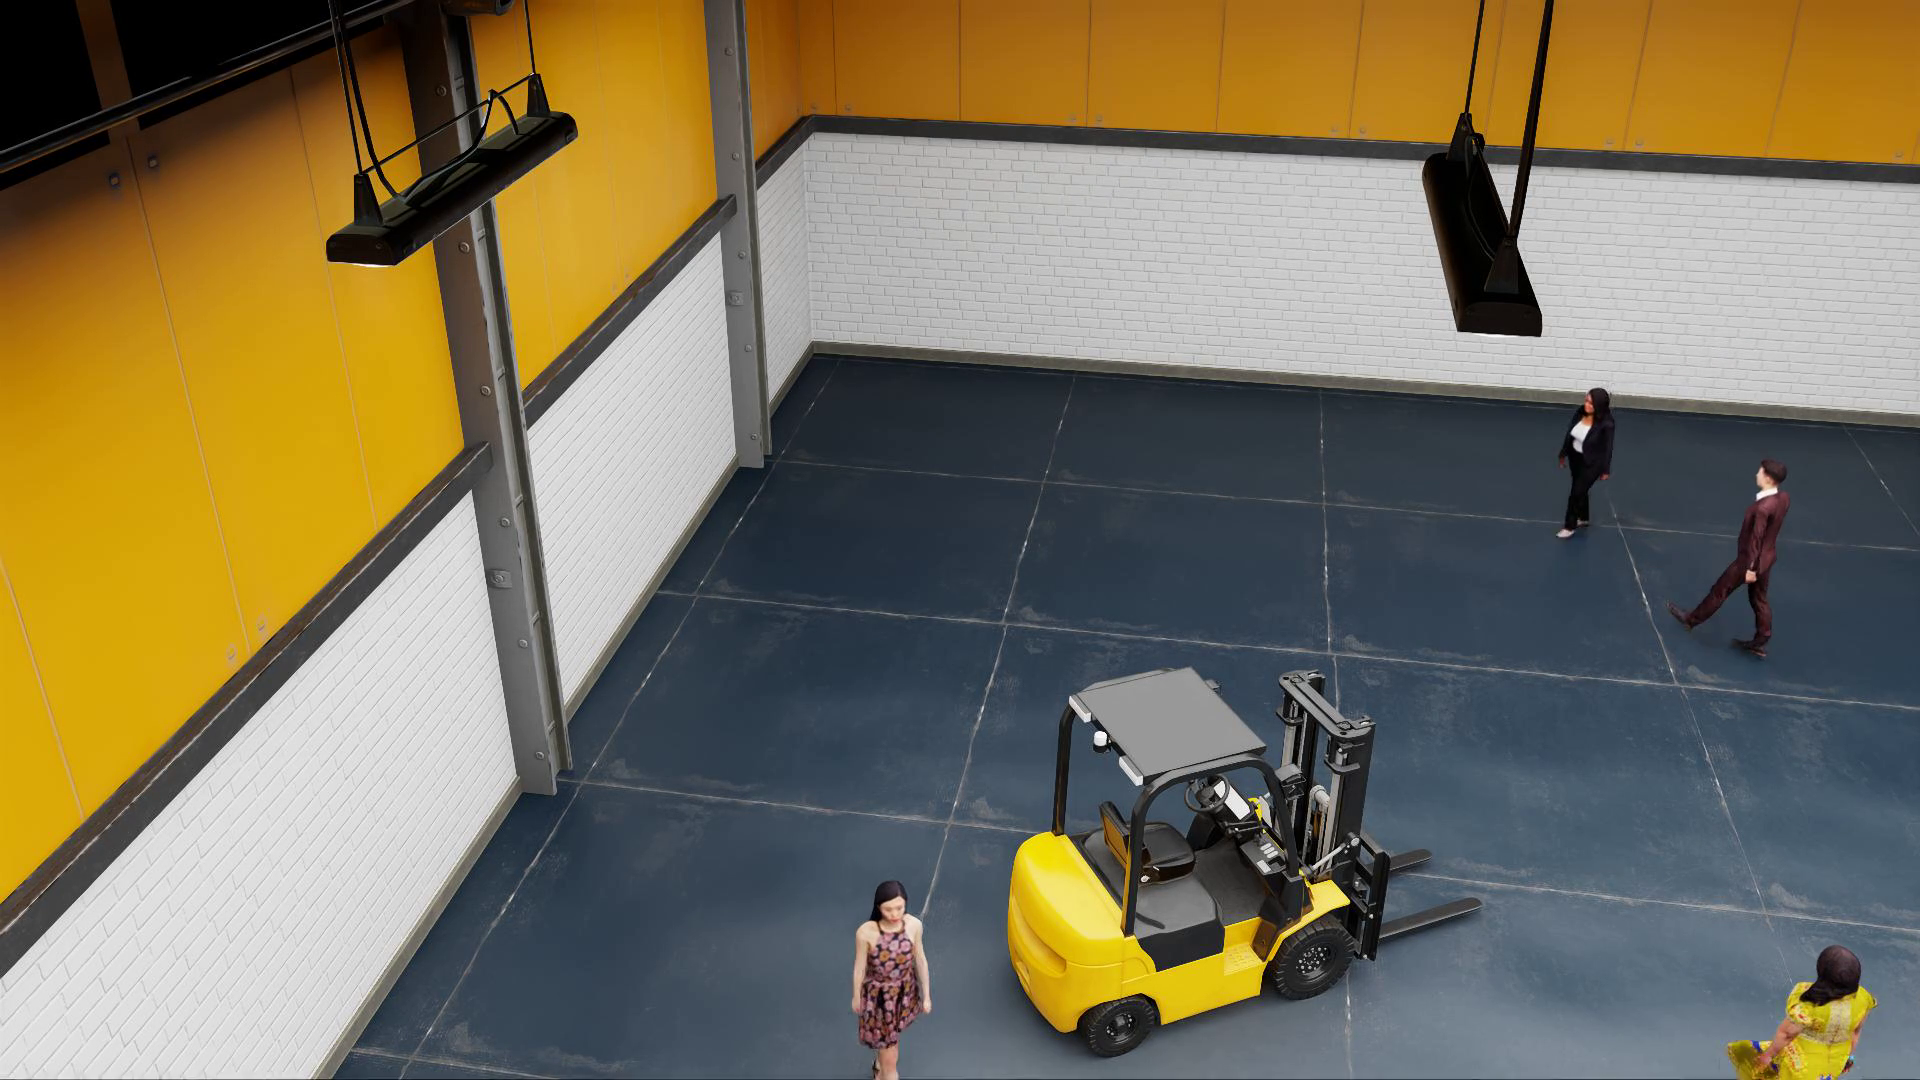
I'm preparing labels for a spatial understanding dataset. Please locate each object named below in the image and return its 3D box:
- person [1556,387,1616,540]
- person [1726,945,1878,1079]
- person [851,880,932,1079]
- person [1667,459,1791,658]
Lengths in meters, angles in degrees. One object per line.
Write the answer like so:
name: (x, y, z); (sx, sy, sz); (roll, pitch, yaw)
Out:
person: (6.373, -0.802, 16.762); (0.968, 1.593, 0.917); (-15, 32, -25)
person: (4.956, 3.092, 9.613); (1.073, 1.604, 1.416); (-7, 29, -12)
person: (-0.457, 2.737, 10.111); (0.888, 1.751, 0.998); (-12, 31, -20)
person: (7.097, 0.203, 14.683); (1.204, 1.822, 1.214); (-23, 36, -35)
